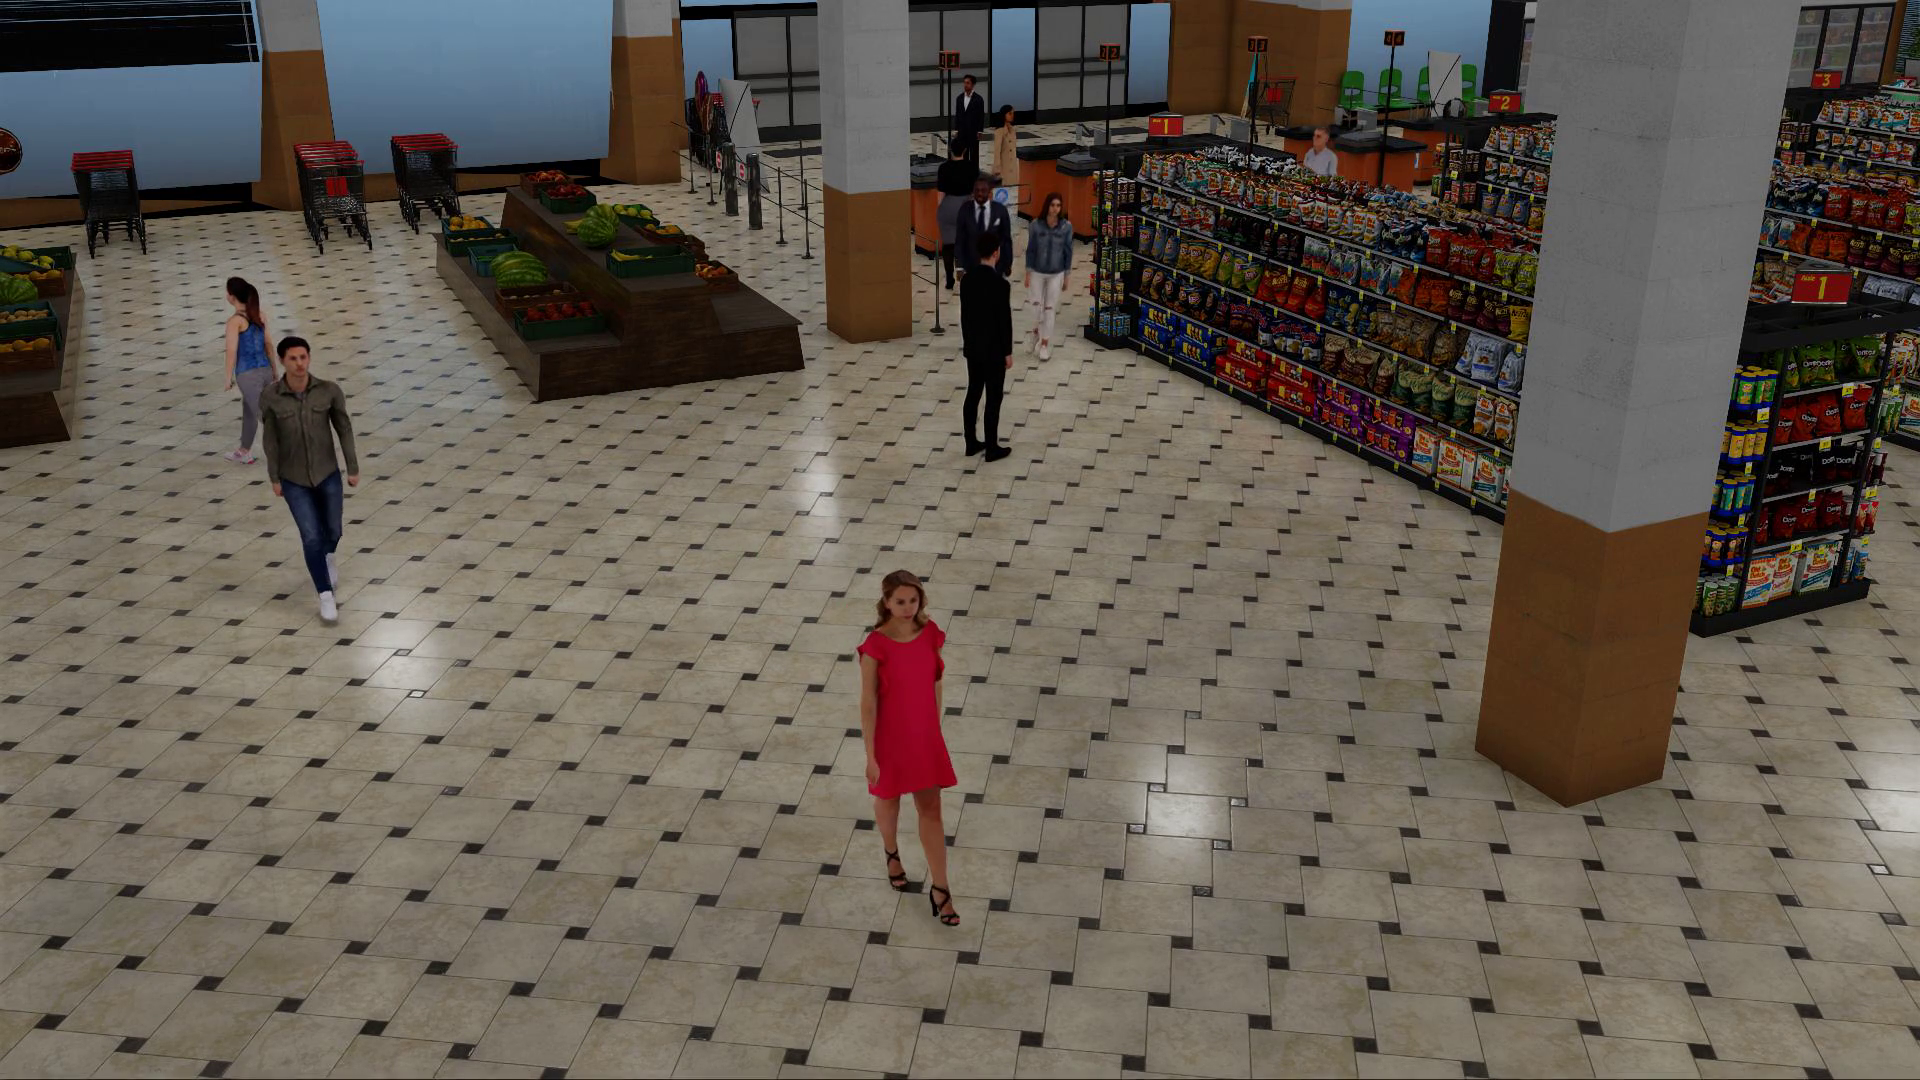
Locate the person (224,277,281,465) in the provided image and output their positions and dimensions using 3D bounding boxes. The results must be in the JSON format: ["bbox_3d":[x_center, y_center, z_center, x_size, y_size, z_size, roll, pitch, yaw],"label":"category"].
[{"bbox_3d":[-5.602,-1.285,13.326,1.052,1.573,1.028,7,23,16],"label":"person"}]

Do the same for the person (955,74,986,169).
[{"bbox_3d":[0.150,-6.235,25.438,0.668,1.727,0.774,12,25,28],"label":"person"}]

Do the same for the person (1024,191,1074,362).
[{"bbox_3d":[0.867,-2.639,16.549,0.746,1.683,0.781,2,22,6],"label":"person"}]

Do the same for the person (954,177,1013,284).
[{"bbox_3d":[0.245,-2.735,16.647,1.193,1.786,1.365,3,22,8],"label":"person"}]

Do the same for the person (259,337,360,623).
[{"bbox_3d":[-4.254,-0.449,10.886,0.716,1.841,1.121,-11,24,-26],"label":"person"}]

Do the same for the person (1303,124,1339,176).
[{"bbox_3d":[4.342,-4.097,20.009,0.827,1.807,0.830,-17,28,-36],"label":"person"}]

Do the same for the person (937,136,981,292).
[{"bbox_3d":[-0.017,-3.788,19.307,0.740,1.758,0.716,-3,22,-8],"label":"person"}]

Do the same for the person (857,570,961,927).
[{"bbox_3d":[-0.294,0.891,7.735,0.611,1.704,0.895,-9,24,-21],"label":"person"}]

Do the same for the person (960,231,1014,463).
[{"bbox_3d":[0.210,-1.584,13.649,0.816,1.886,0.669,-20,29,-41],"label":"person"}]

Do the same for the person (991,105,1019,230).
[{"bbox_3d":[0.586,-5.028,22.498,0.734,1.679,0.731,15,27,34],"label":"person"}]
